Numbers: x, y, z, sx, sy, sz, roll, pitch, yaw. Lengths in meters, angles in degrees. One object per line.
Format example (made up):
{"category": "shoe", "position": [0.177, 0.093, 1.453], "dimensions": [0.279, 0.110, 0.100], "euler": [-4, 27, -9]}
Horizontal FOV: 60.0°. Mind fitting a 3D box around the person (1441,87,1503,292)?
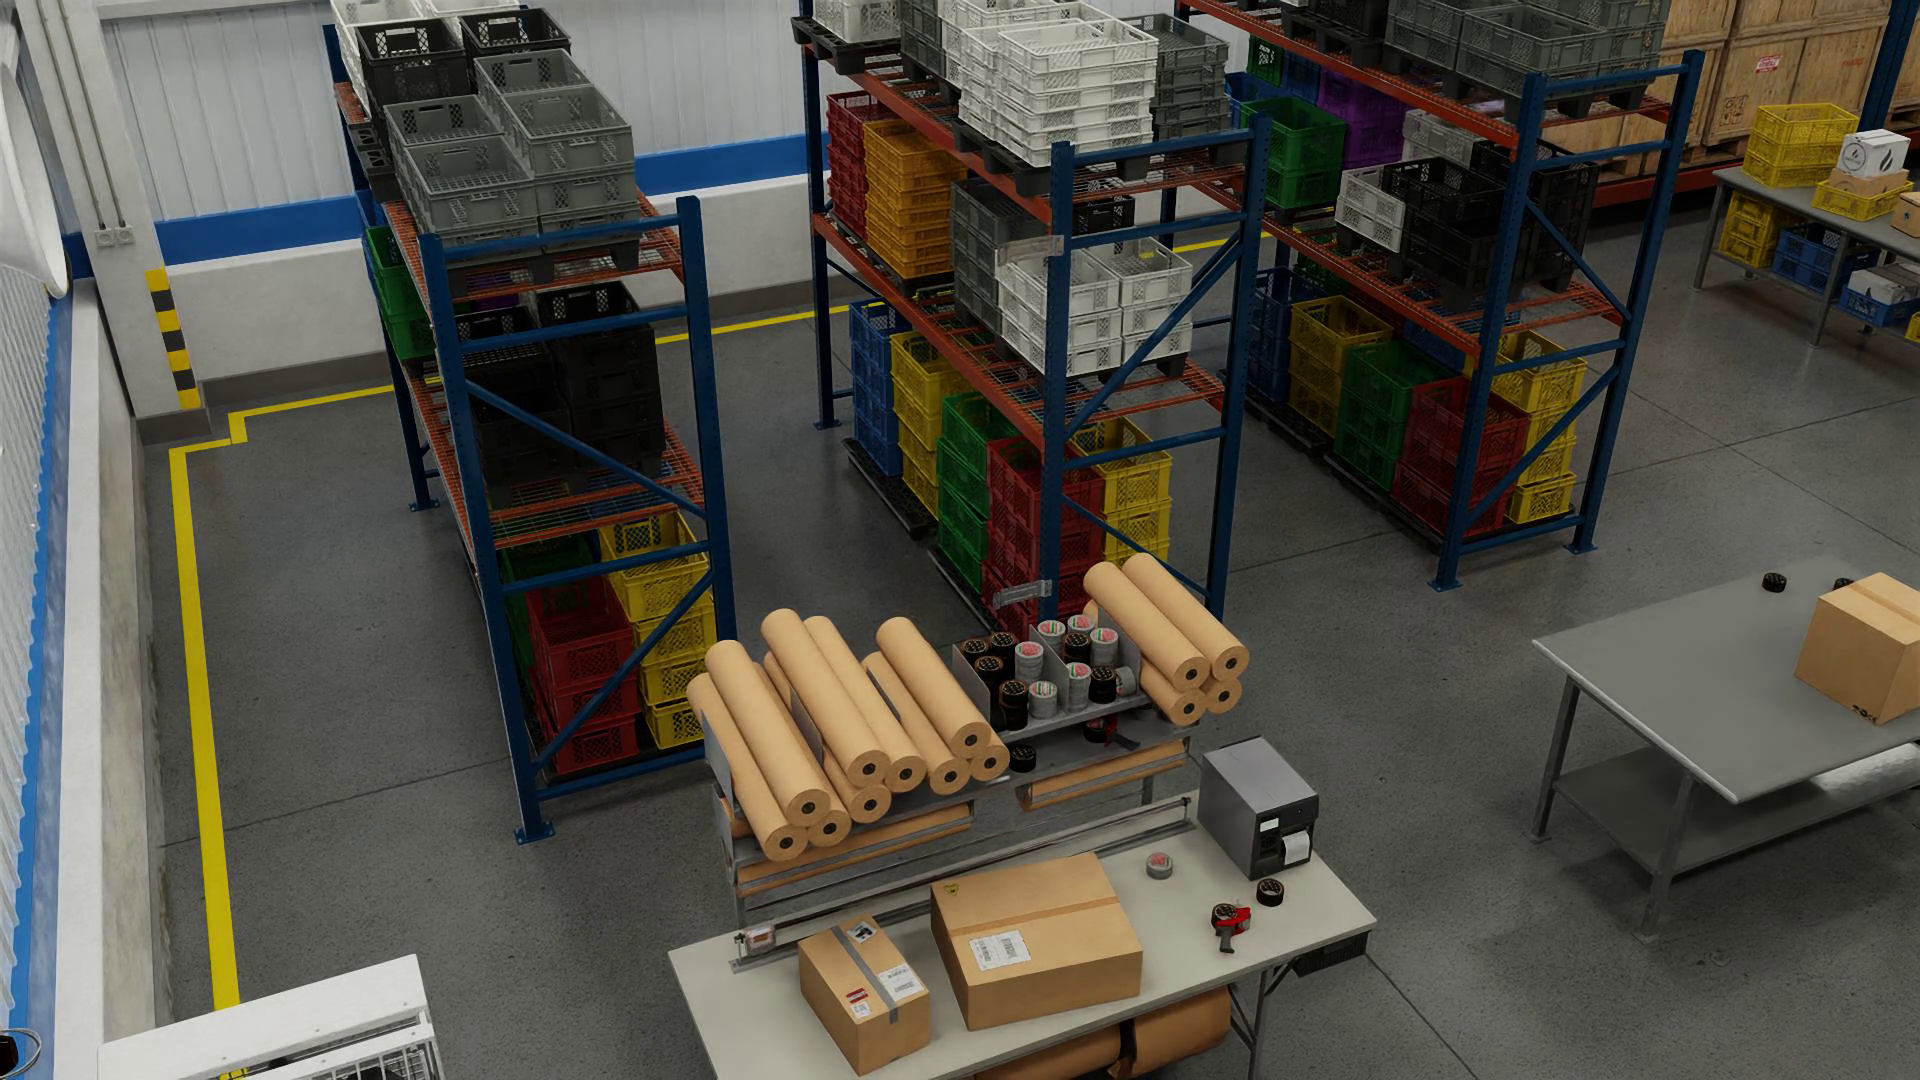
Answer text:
{"category": "person", "position": [4.065, -2.799, 12.946], "dimensions": [0.697, 1.911, 0.631], "euler": [13, 34, 21]}
